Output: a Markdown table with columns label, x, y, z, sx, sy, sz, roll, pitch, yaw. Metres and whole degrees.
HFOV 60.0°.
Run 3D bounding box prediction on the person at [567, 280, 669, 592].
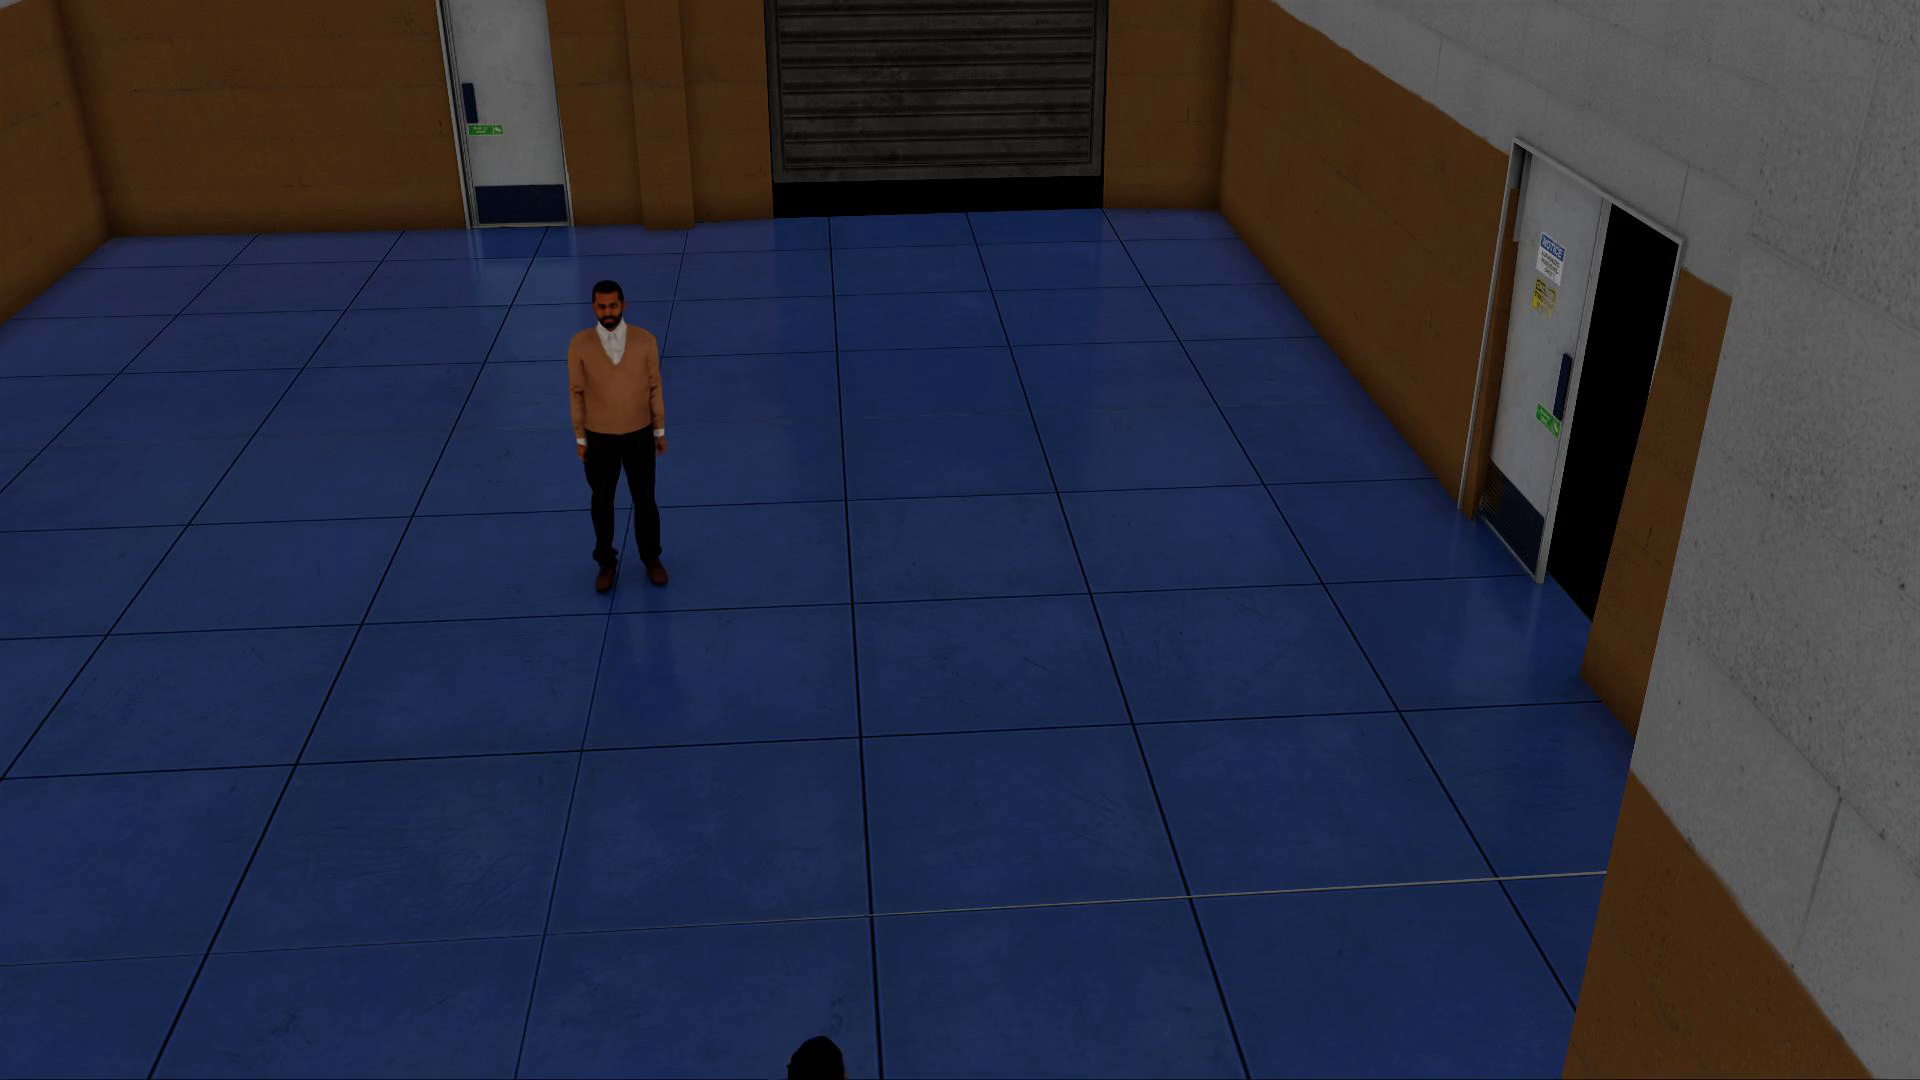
| label | x | y | z | sx | sy | sz | roll | pitch | yaw |
| --- | --- | --- | --- | --- | --- | --- | --- | --- | --- |
| person | -1.869 | -0.580 | 9.121 | 0.587 | 1.754 | 0.760 | -7 | 28 | -14 |
